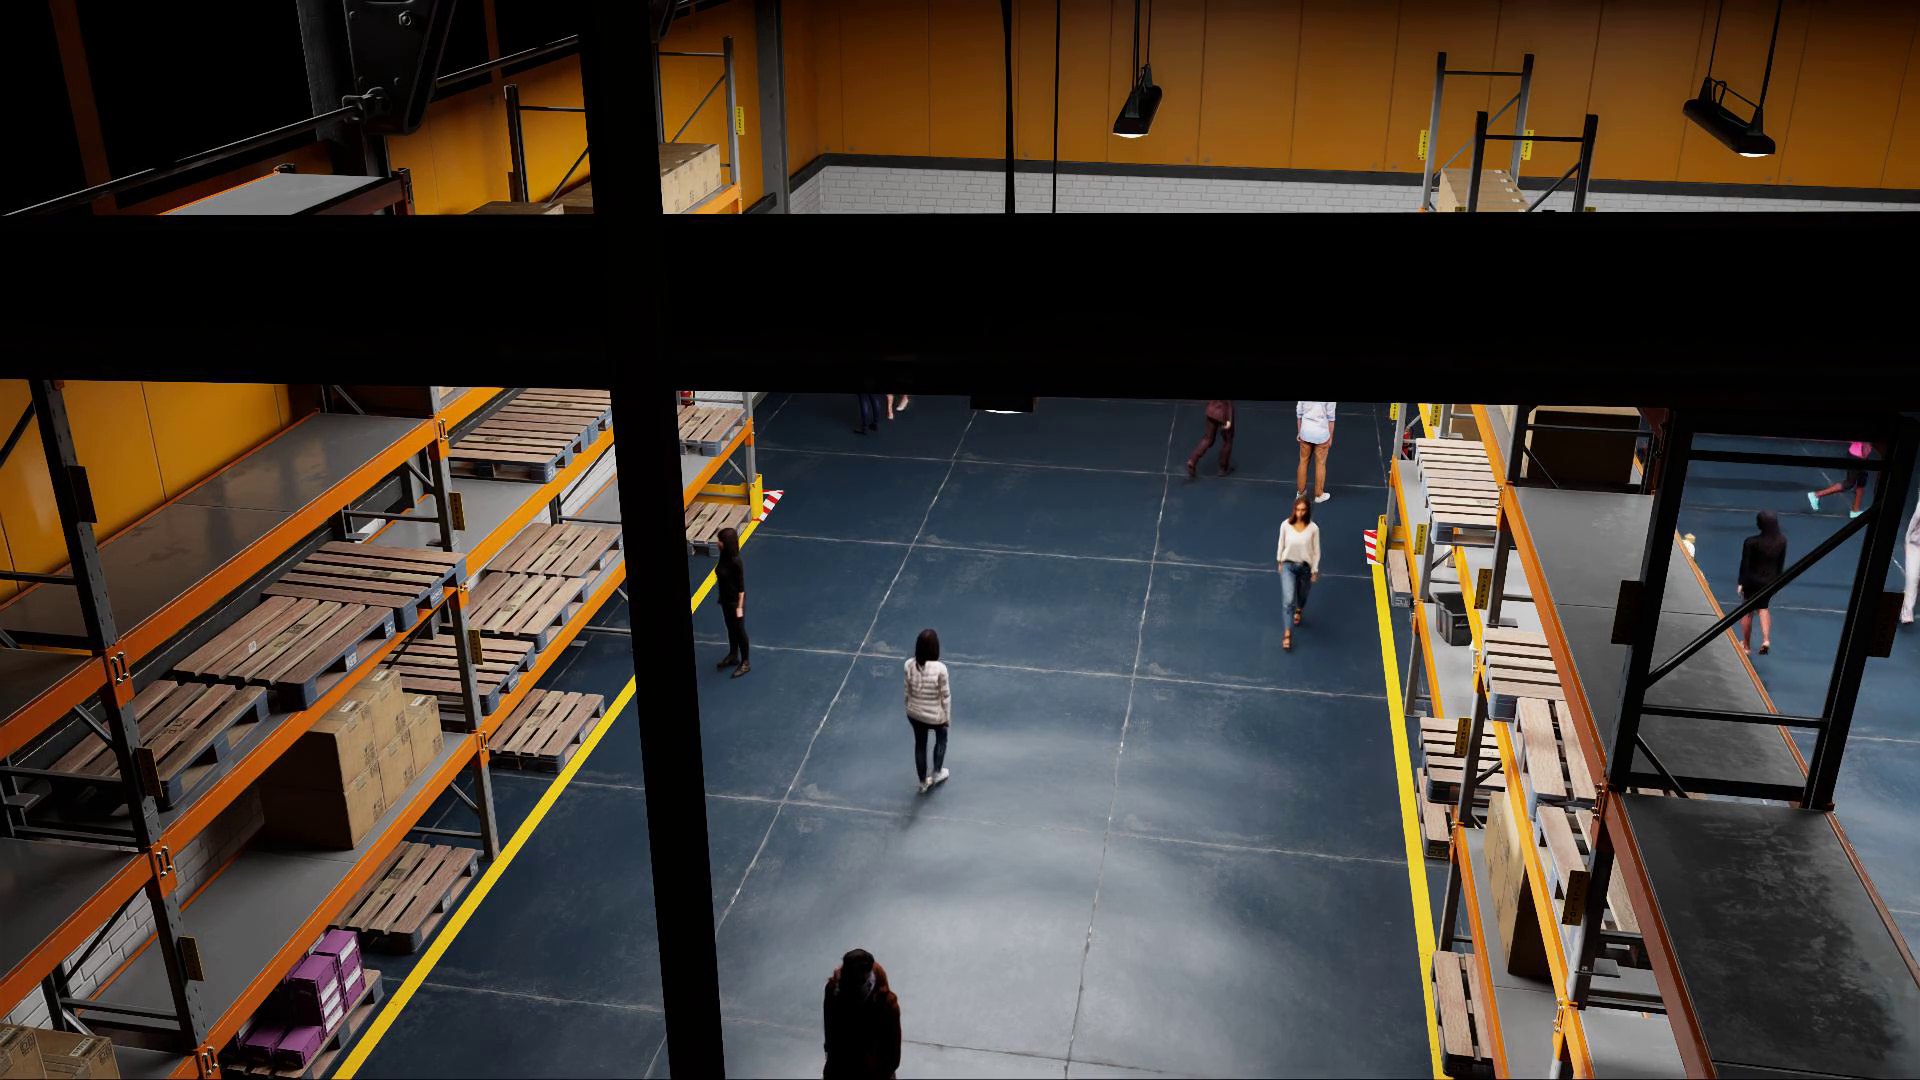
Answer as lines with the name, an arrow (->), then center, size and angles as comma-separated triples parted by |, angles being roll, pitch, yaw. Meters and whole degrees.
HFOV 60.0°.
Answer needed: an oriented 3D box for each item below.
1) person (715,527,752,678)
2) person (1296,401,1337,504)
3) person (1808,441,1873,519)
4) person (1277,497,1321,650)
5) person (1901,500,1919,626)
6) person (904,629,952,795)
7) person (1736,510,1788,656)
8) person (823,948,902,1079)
person -> -2.374, 0.621, 17.465 | 0.704, 1.642, 0.650 | -16, 28, -33
person -> 4.672, -1.398, 21.858 | 0.762, 1.822, 0.726 | 15, 28, 30
person -> 11.385, -1.068, 21.255 | 0.820, 1.701, 1.010 | 11, 26, 24
person -> 3.716, 0.295, 18.209 | 0.699, 1.643, 1.100 | 7, 25, 15
person -> 10.805, 0.075, 18.620 | 0.814, 1.718, 1.231 | 11, 26, 23
person -> -0.324, 1.602, 15.236 | 0.691, 1.630, 0.703 | 8, 25, 18
person -> 8.504, 0.515, 17.644 | 0.705, 1.693, 0.873 | 1, 24, 3
person -> -0.662, 3.406, 10.851 | 0.785, 1.837, 0.784 | 11, 26, 24
